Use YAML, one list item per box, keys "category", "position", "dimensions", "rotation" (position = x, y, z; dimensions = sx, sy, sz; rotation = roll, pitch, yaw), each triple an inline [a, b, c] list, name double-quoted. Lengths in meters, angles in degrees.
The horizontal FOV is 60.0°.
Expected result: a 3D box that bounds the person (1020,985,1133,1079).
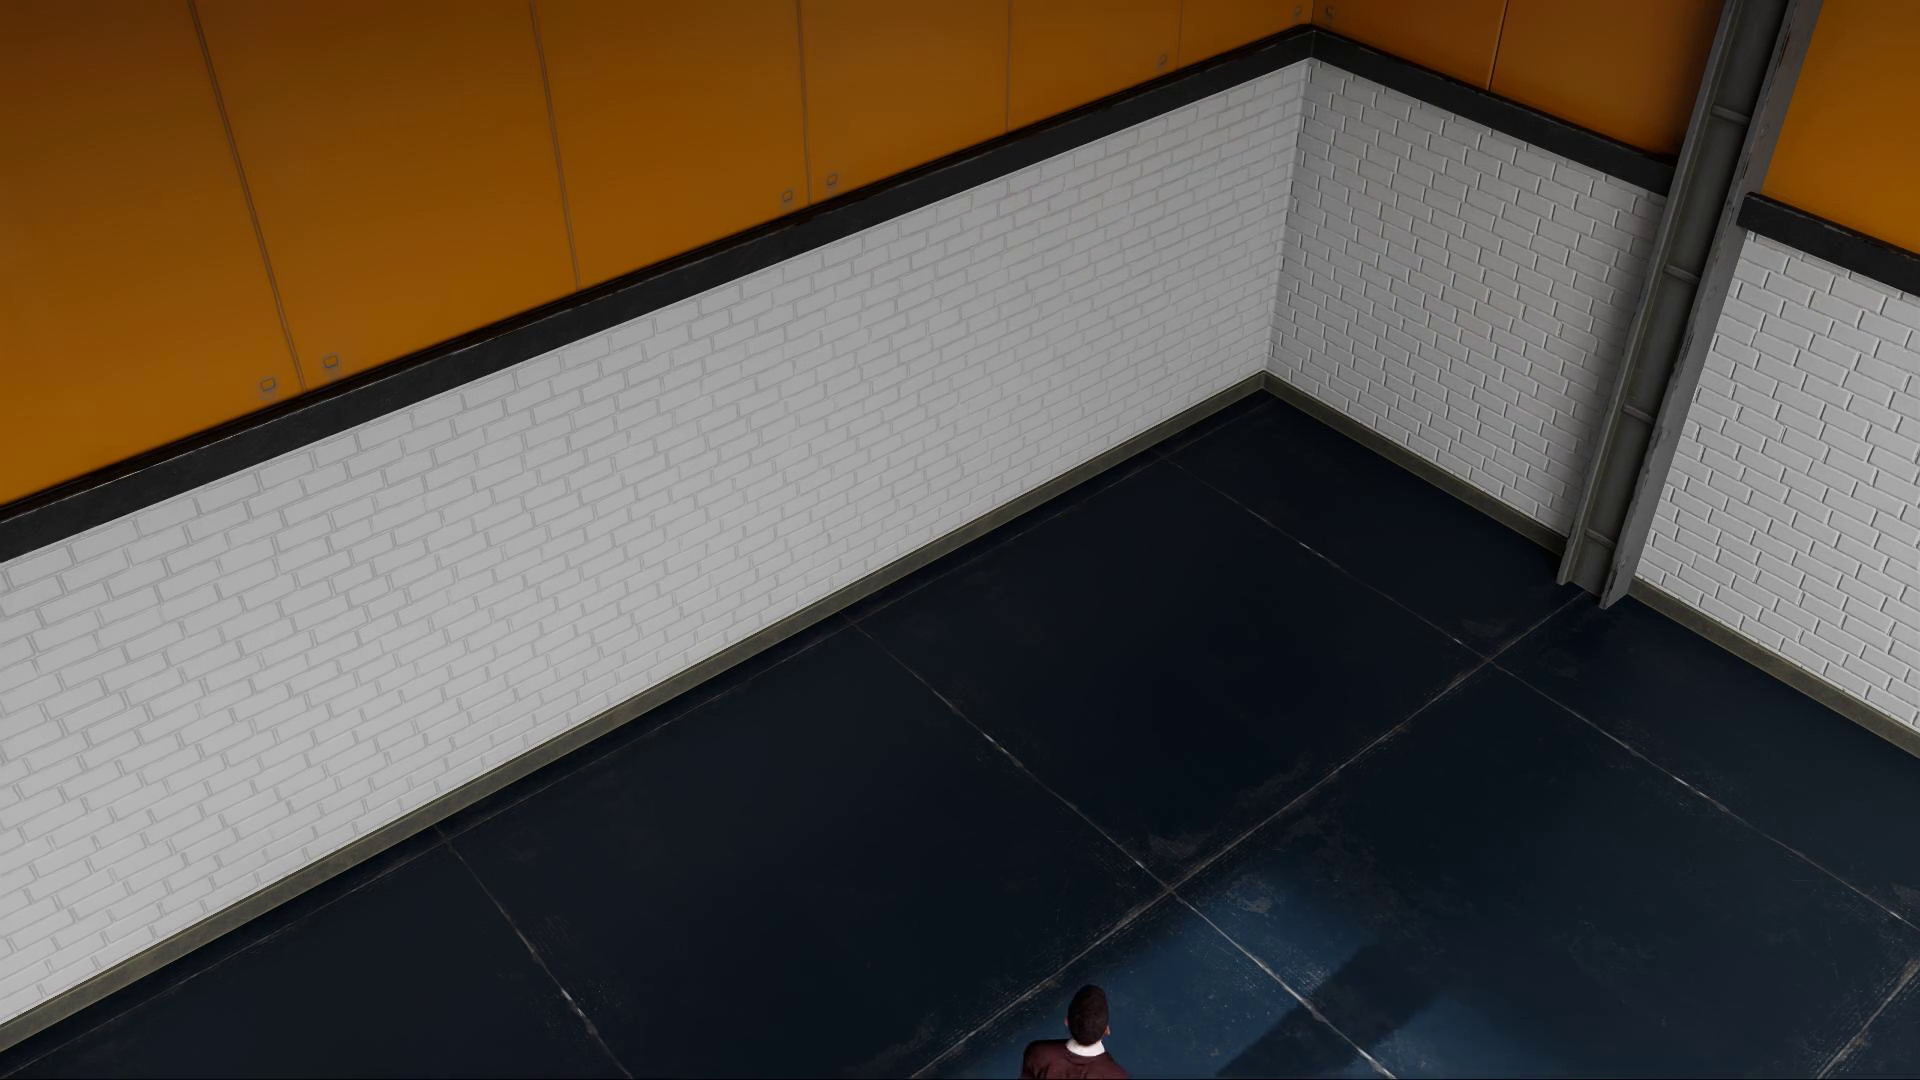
- category: "person"
  position: [0.483, 2.652, 7.198]
  dimensions: [1.000, 1.848, 0.989]
  rotation: [14, 41, 17]
